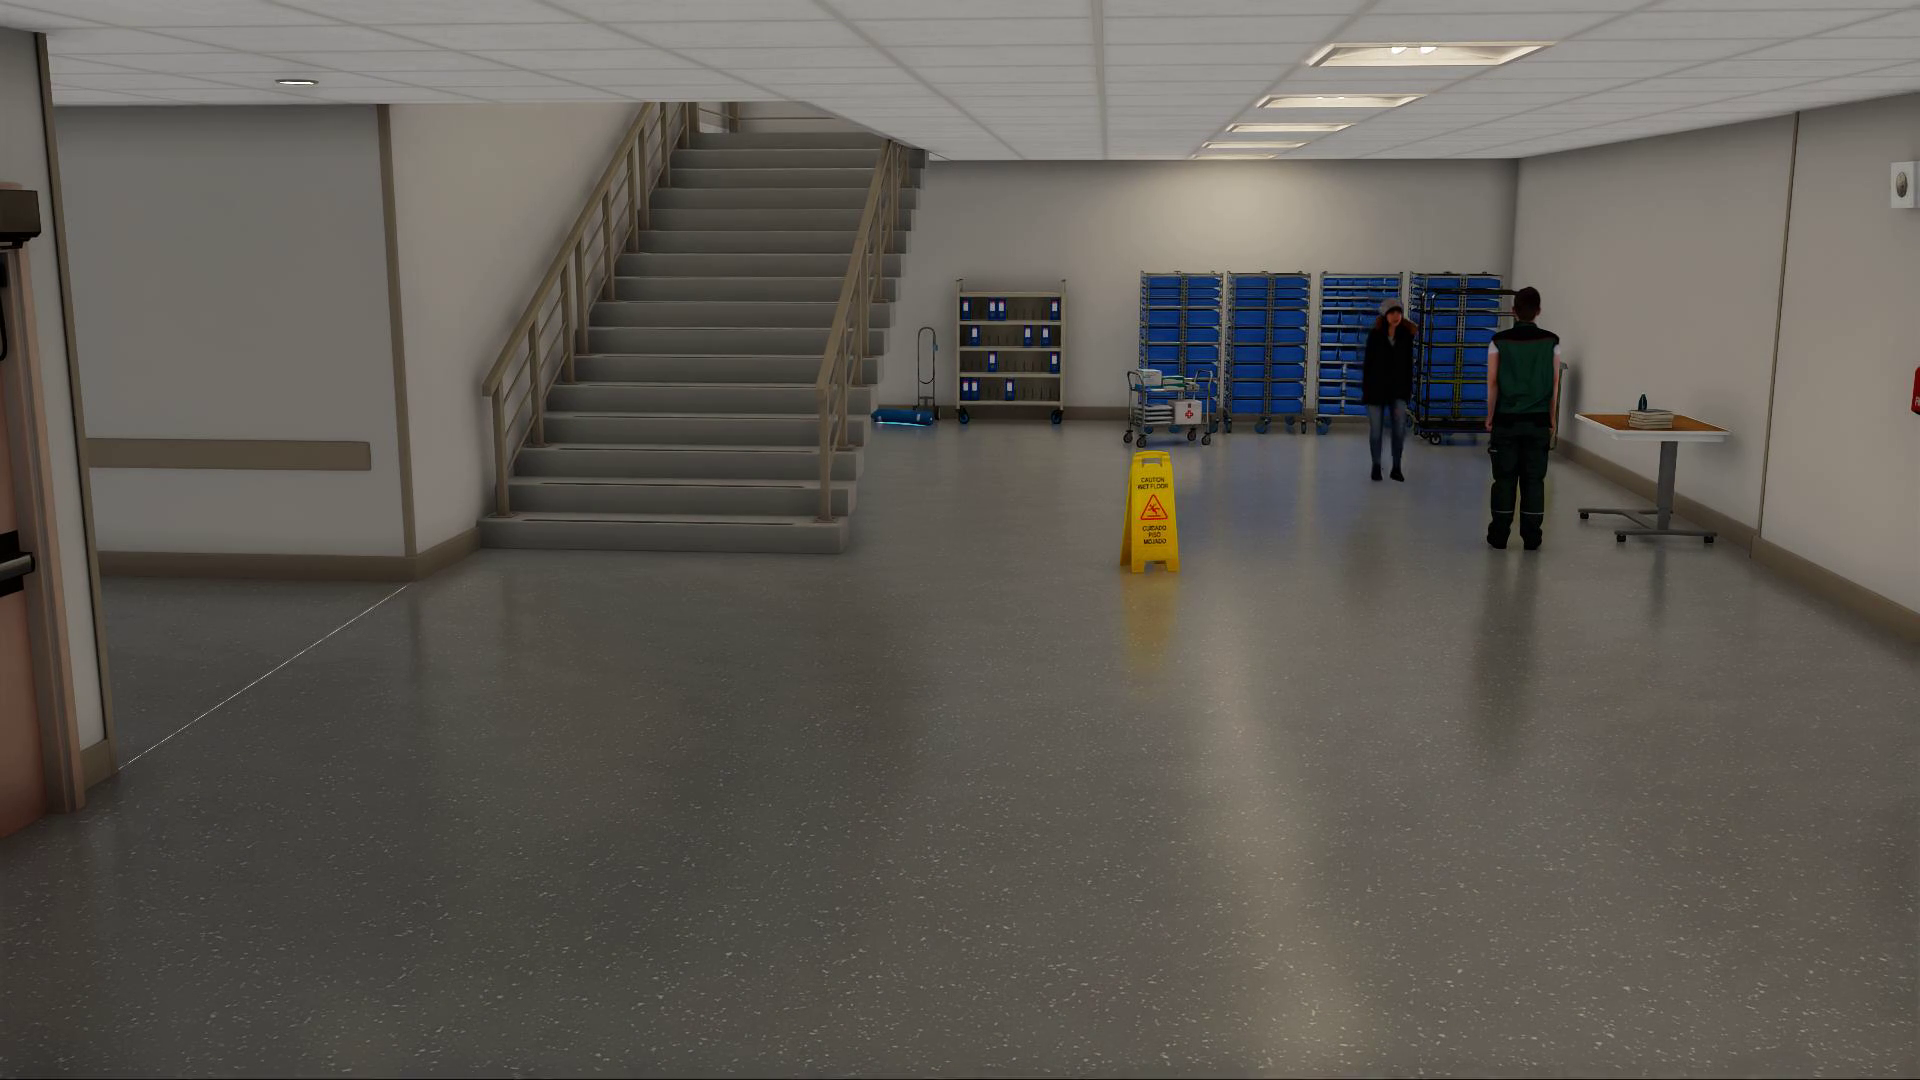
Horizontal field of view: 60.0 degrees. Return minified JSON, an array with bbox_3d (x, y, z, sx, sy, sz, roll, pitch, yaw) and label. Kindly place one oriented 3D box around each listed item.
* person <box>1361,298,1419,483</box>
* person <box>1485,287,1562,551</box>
[{"bbox_3d":[3.774,-1.335,14.801,0.631,1.619,0.701,1,11,7],"label":"person"},{"bbox_3d":[3.944,-0.857,11.685,0.670,1.843,0.637,3,11,13],"label":"person"}]
